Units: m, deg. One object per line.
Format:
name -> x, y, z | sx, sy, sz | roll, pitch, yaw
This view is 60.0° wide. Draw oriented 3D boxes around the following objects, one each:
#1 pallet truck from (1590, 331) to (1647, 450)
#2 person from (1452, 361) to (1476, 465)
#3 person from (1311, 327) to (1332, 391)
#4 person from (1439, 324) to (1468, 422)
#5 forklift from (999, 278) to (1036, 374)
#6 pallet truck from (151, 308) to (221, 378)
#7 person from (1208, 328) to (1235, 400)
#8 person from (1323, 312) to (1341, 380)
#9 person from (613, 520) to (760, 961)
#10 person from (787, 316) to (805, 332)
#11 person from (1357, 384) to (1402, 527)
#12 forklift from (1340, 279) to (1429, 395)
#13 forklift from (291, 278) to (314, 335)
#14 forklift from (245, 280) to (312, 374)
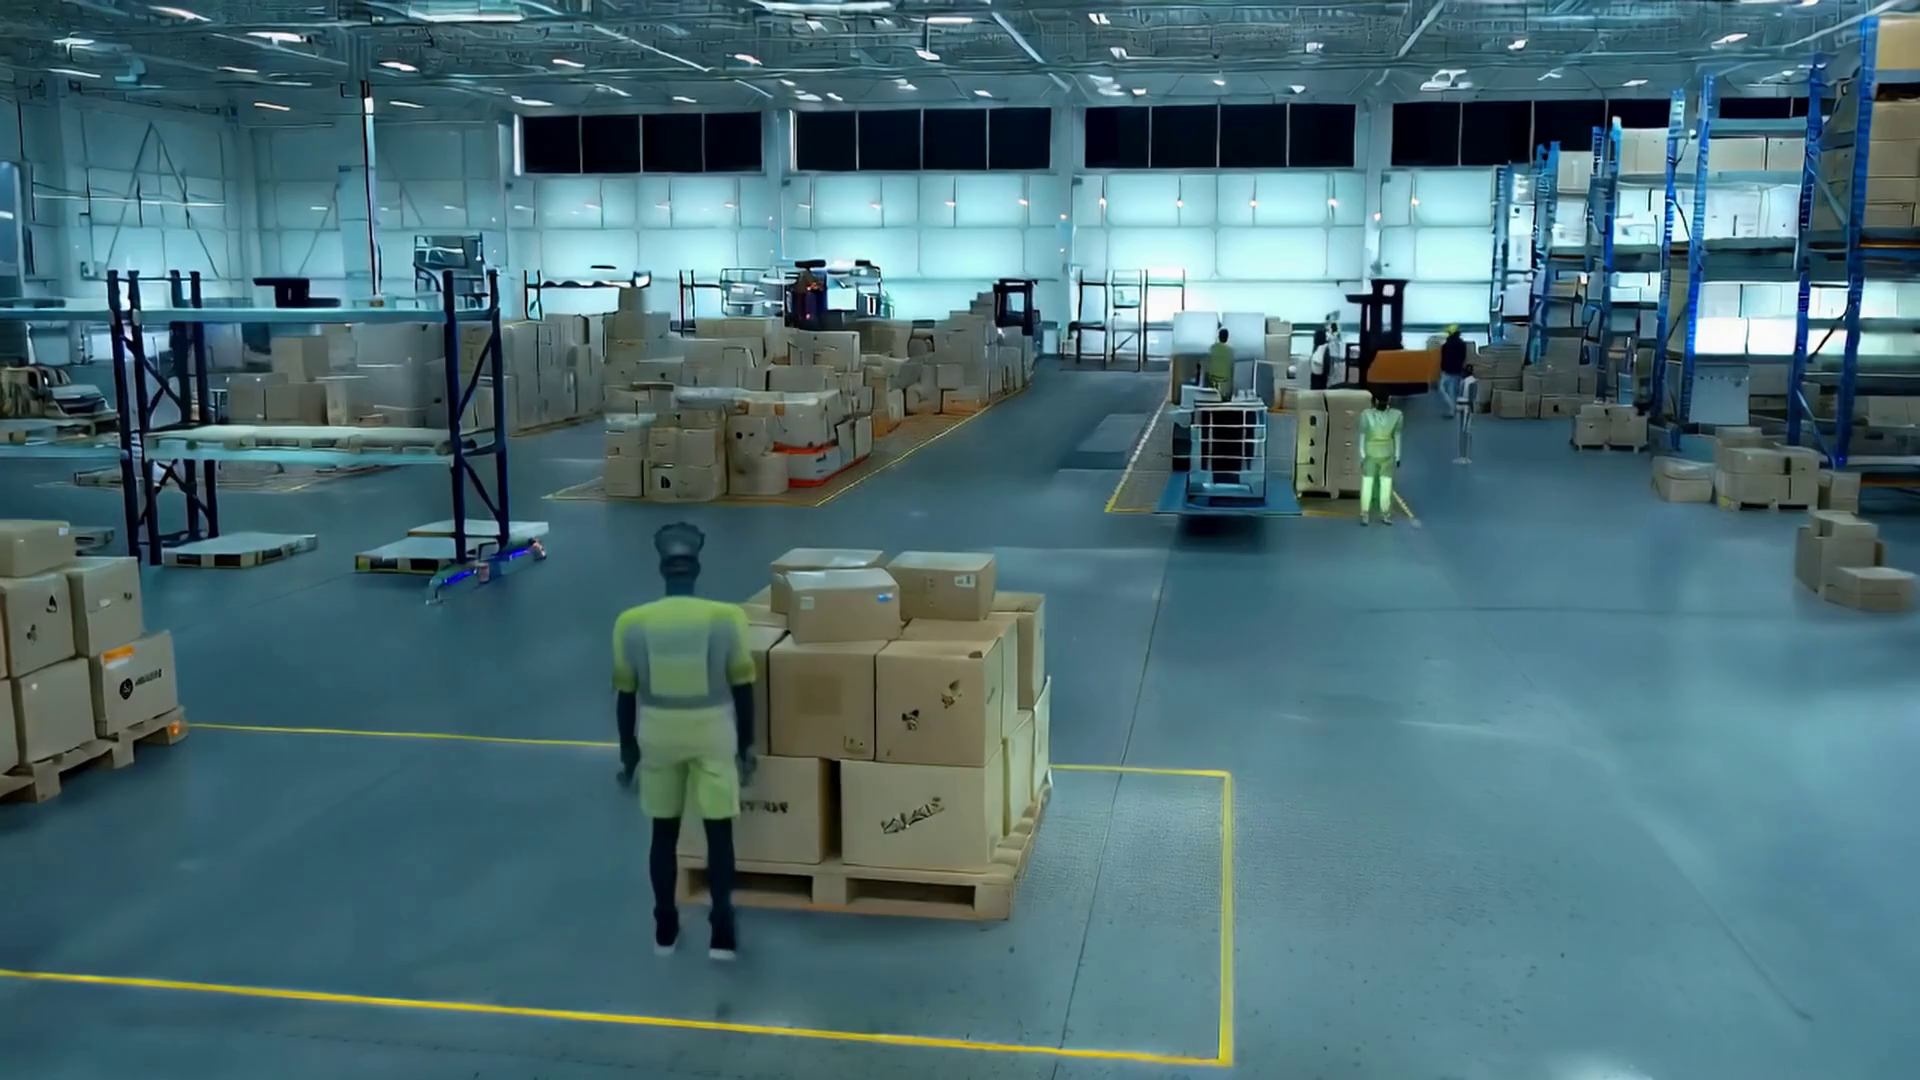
pallet truck -> 11.253, -2.573, 28.499 | 0.823, 1.965, 1.885 | 5, 10, 27
person -> 7.921, -1.993, 26.059 | 0.313, 1.629, 0.526 | 0, 9, 2
person -> 7.147, -3.257, 32.958 | 0.396, 1.919, 0.590 | -2, 9, -14
person -> 9.871, -3.347, 33.439 | 0.667, 1.949, 0.879 | -3, 10, -20
forklift -> 1.603, -6.205, 48.183 | 1.129, 2.768, 1.873 | 2, 9, 9
pallet truck -> -21.869, -5.598, 47.154 | 0.823, 1.965, 1.885 | 4, 10, 26
person -> 5.005, -3.087, 31.881 | 0.366, 1.931, 0.630 | -7, 12, -38
person -> 10.355, -5.405, 46.312 | 0.546, 1.898, 0.937 | 7, 12, 38
person -> -1.205, 0.890, 7.304 | 0.627, 1.977, 0.442 | 0, 9, -1
person -> -4.031, -4.566, 41.035 | 0.652, 1.911, 0.838 | 3, 10, 19
person -> 4.971, -0.998, 19.711 | 0.532, 1.696, 0.319 | 0, 9, -2
forklift -> 10.461, -4.997, 40.732 | 1.129, 2.768, 1.873 | -7, 11, -35
forklift -> -17.085, -5.399, 43.215 | 1.873, 2.768, 1.129 | -3, 10, -17
forklift -> -14.413, -4.233, 36.020 | 1.873, 2.768, 1.129 | 1, 9, 9
